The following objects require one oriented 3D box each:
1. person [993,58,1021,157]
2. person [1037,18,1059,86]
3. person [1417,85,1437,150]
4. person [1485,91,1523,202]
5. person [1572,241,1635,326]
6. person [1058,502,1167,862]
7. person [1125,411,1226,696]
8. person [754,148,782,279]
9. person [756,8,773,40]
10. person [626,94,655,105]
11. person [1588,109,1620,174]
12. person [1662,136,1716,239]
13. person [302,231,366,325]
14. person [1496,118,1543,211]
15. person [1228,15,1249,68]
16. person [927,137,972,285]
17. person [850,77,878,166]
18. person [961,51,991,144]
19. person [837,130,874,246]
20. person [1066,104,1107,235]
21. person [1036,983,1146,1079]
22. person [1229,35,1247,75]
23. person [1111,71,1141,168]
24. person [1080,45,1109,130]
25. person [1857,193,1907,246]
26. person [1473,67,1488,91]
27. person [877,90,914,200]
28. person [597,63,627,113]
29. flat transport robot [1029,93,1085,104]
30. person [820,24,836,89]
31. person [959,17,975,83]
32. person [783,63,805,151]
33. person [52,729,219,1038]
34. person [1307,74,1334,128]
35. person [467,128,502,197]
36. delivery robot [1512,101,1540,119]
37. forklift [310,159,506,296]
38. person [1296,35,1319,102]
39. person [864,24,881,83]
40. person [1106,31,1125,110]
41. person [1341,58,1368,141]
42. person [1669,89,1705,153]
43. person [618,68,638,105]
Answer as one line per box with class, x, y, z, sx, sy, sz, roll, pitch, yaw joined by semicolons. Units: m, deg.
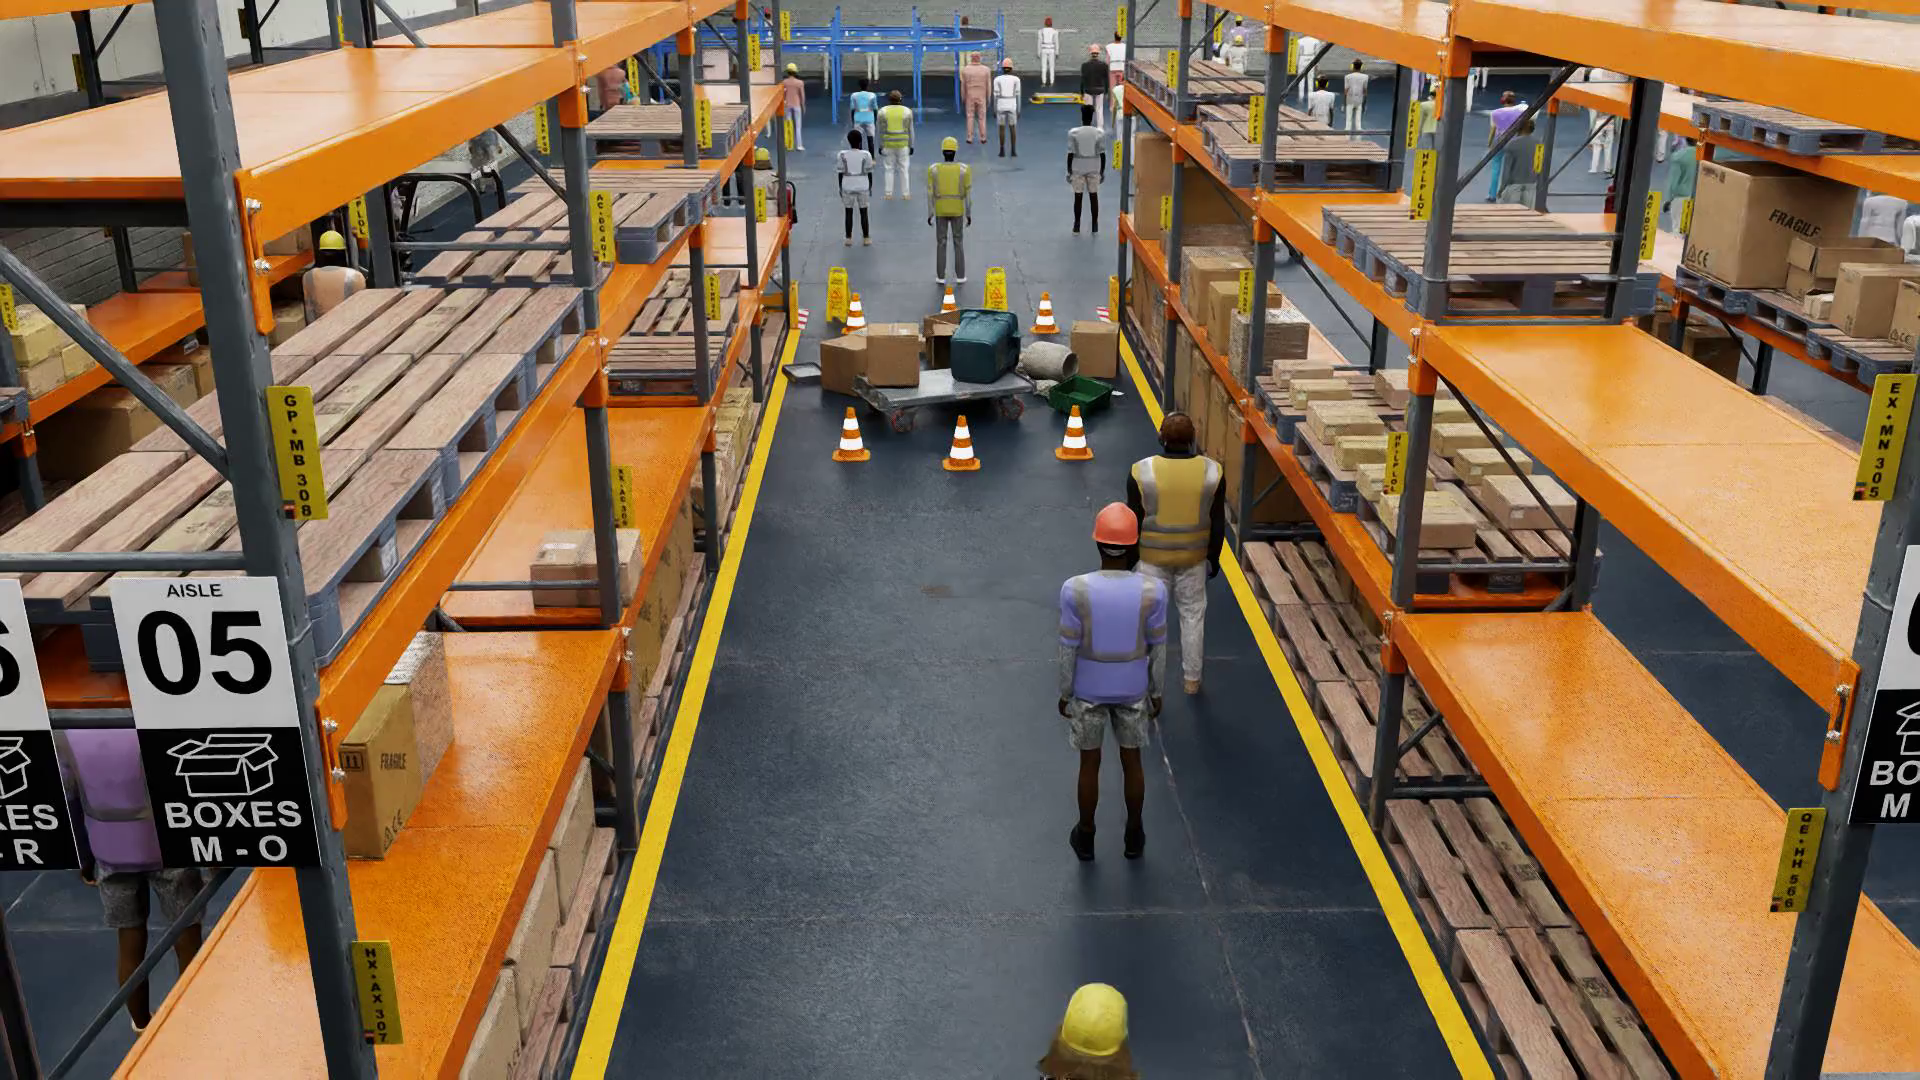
person;0.945;-8.717;33.572;0.562;1.923;0.459;-2;21;-4
person;2.492;-13.816;47.124;0.608;1.873;0.398;1;21;2
person;8.629;-7.440;30.430;0.544;1.755;0.371;2;21;5
person;9.262;-6.687;28.305;0.570;1.840;0.373;-1;21;-2
person;5.770;-1.739;15.094;0.635;1.937;0.352;-1;21;-2
person;0.771;0.736;8.552;0.551;1.934;0.373;-1;21;-2
person;1.326;0.092;10.392;0.633;1.839;0.429;-1;21;-2
person;-2.631;-4.376;22.334;0.492;1.742;0.319;-1;21;-2
person;-5.646;-14.547;48.802;0.614;2.040;0.390;-1;21;-2
person;-5.627;-7.225;29.597;0.551;1.932;0.378;-1;21;-2
person;12.152;-7.733;31.374;0.533;1.629;0.327;2;21;5
person;10.082;-4.736;23.045;0.649;1.929;0.393;-3;21;-9
person;-5.806;-1.940;15.642;0.594;1.922;0.387;-1;21;-2
person;8.135;-5.148;24.134;0.675;1.924;0.448;-3;21;-7
person;7.907;-13.947;47.380;0.594;1.922;0.387;-1;21;-2
person;-0.143;-4.350;22.010;0.594;1.924;0.381;-1;21;-2
person;-1.860;-8.122;32.300;0.540;1.695;0.317;-1;21;-2
person;0.340;-9.432;35.475;0.651;1.904;0.403;-1;21;-2
person;-1.540;-5.186;24.540;0.540;1.695;0.317;-1;21;-2
person;1.924;-5.649;25.389;0.613;1.963;0.361;-1;21;-2
person;0.373;2.145;5.125;0.519;1.730;0.391;3;21;7
person;7.072;-12.004;42.496;0.492;1.742;0.319;-1;21;-2
person;3.204;-8.086;32.003;0.570;1.840;0.373;-1;21;-2
person;2.913;-9.731;36.141;0.622;1.990;0.402;-1;21;-2
person;11.263;-3.651;20.410;0.533;1.754;0.407;1;21;2
person;14.439;-13.374;46.026;0.600;1.821;0.424;1;21;2
person;-1.097;-6.750;28.472;0.633;1.841;0.429;-1;21;-2
person;-7.213;-9.156;34.771;0.662;1.894;0.428;1;21;2
flat transport robot;2.534;-11.443;43.060;1.431;0.197;0.652;-2;21;-5
person;-3.651;-13.510;46.476;0.492;1.742;0.319;-1;21;-2
person;0.150;-14.166;48.074;0.570;1.839;0.373;-1;21;-2
person;-3.458;-8.949;34.417;0.544;1.755;0.371;2;21;5
person;-3.411;1.274;6.988;0.614;2.038;0.396;-1;21;-2
person;6.671;-7.684;30.904;0.533;1.868;0.310;-1;21;-2
person;-8.237;-6.885;28.841;0.600;1.829;0.404;-1;21;-2
delivery robot;13.000;-9.888;38.427;0.707;0.478;0.477;1;21;2
forklift;-5.622;-2.910;17.832;2.313;2.155;1.214;-1;21;-1
person;9.009;-12.379;43.242;0.622;1.932;0.456;-1;21;-3
person;-2.537;-14.084;48.173;0.532;1.620;0.342;3;21;7
person;3.915;-11.673;41.418;0.610;1.904;0.423;-1;21;-3
person;8.127;-8.968;34.297;0.533;1.868;0.310;-1;21;-2
person;12.742;-6.961;28.981;0.676;1.895;0.429;-1;21;-3
person;-6.412;-8.325;32.631;0.515;1.842;0.328;-1;21;-2
